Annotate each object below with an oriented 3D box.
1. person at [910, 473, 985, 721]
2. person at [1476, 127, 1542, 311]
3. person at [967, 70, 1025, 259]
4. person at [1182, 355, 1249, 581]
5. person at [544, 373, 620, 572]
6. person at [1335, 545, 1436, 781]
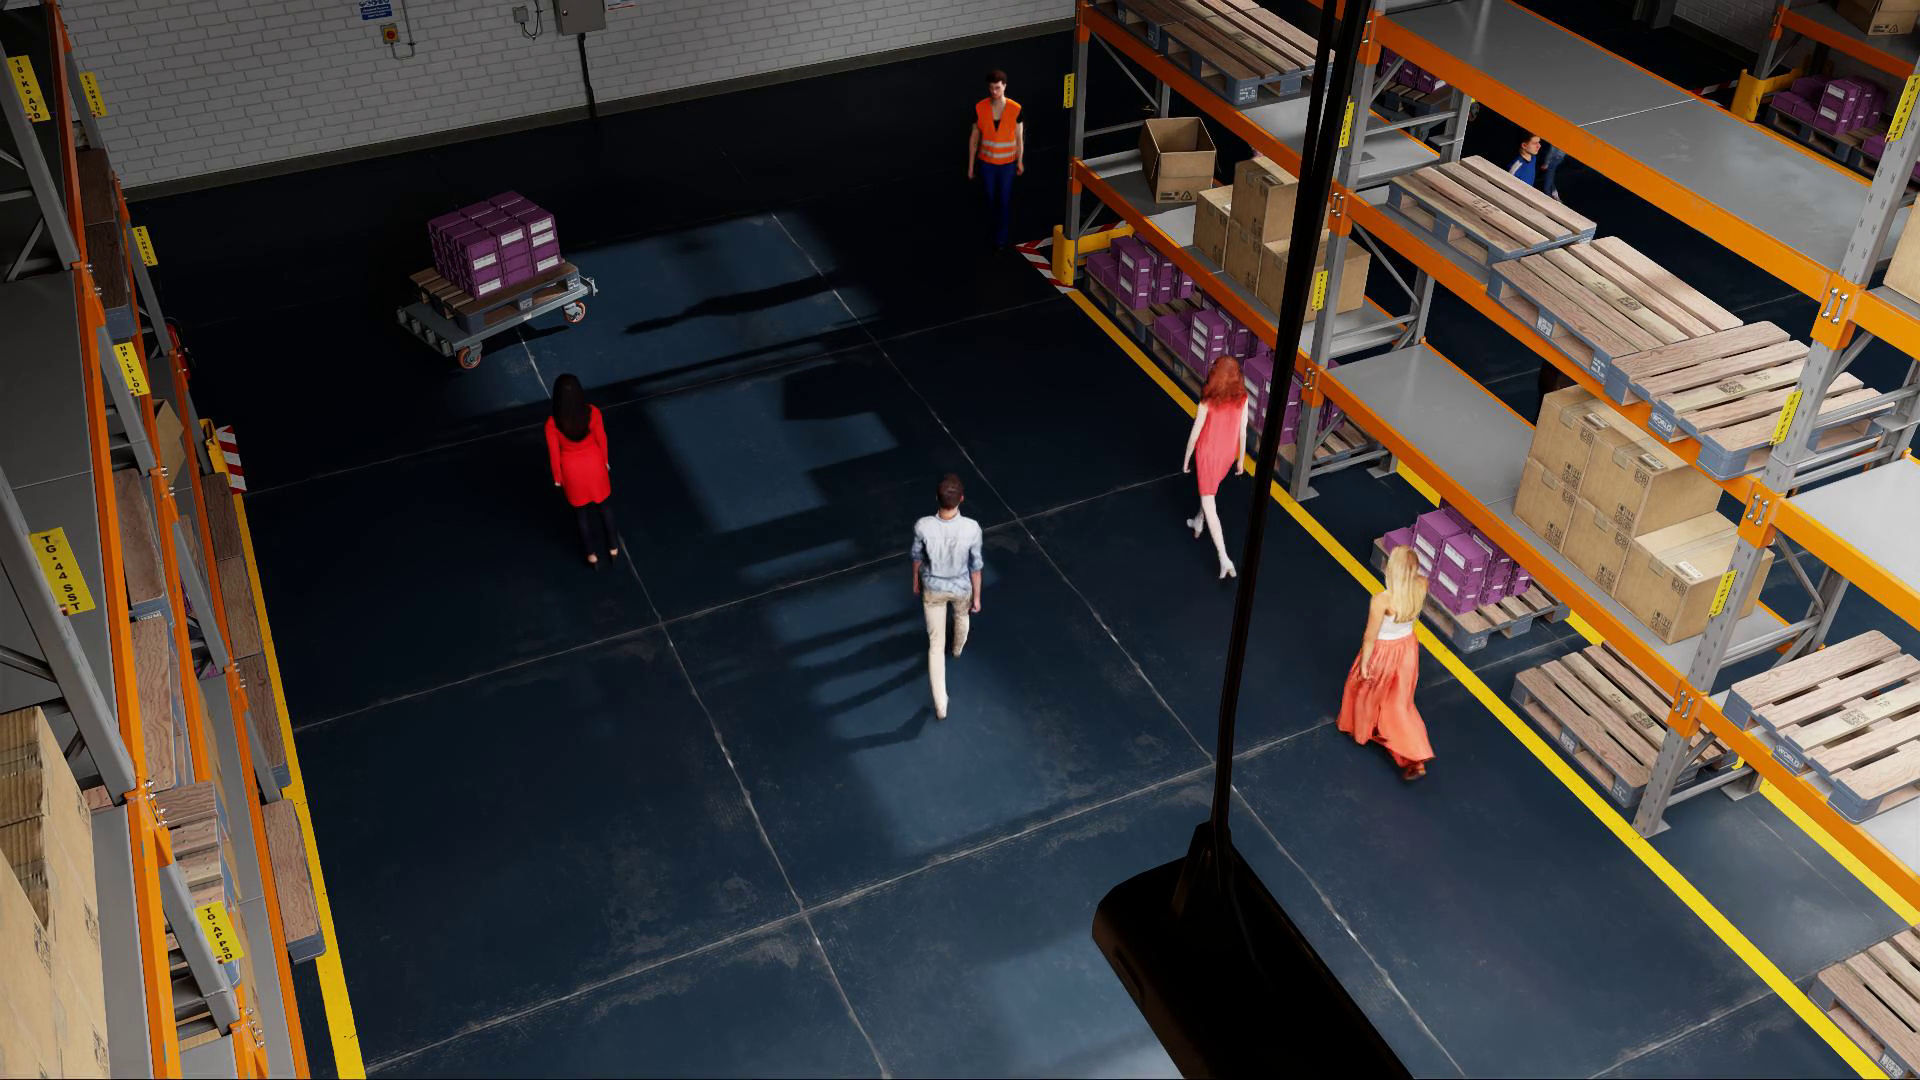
[{"bbox_3d":[-0.102,0.403,11.336,1.044,1.800,1.301,3,39,3],"label":"person"},{"bbox_3d":[5.152,-3.020,15.569,0.770,1.866,0.751,20,43,23],"label":"person"},{"bbox_3d":[0.385,-3.822,16.581,1.079,1.857,1.188,8,39,10],"label":"person"},{"bbox_3d":[1.956,-0.521,12.502,0.675,1.788,1.171,-13,40,-16],"label":"person"},{"bbox_3d":[-2.827,-0.501,12.510,0.605,1.747,0.601,-17,42,-20],"label":"person"},{"bbox_3d":[2.858,0.820,10.831,0.658,1.778,1.088,-14,41,-17],"label":"person"}]
